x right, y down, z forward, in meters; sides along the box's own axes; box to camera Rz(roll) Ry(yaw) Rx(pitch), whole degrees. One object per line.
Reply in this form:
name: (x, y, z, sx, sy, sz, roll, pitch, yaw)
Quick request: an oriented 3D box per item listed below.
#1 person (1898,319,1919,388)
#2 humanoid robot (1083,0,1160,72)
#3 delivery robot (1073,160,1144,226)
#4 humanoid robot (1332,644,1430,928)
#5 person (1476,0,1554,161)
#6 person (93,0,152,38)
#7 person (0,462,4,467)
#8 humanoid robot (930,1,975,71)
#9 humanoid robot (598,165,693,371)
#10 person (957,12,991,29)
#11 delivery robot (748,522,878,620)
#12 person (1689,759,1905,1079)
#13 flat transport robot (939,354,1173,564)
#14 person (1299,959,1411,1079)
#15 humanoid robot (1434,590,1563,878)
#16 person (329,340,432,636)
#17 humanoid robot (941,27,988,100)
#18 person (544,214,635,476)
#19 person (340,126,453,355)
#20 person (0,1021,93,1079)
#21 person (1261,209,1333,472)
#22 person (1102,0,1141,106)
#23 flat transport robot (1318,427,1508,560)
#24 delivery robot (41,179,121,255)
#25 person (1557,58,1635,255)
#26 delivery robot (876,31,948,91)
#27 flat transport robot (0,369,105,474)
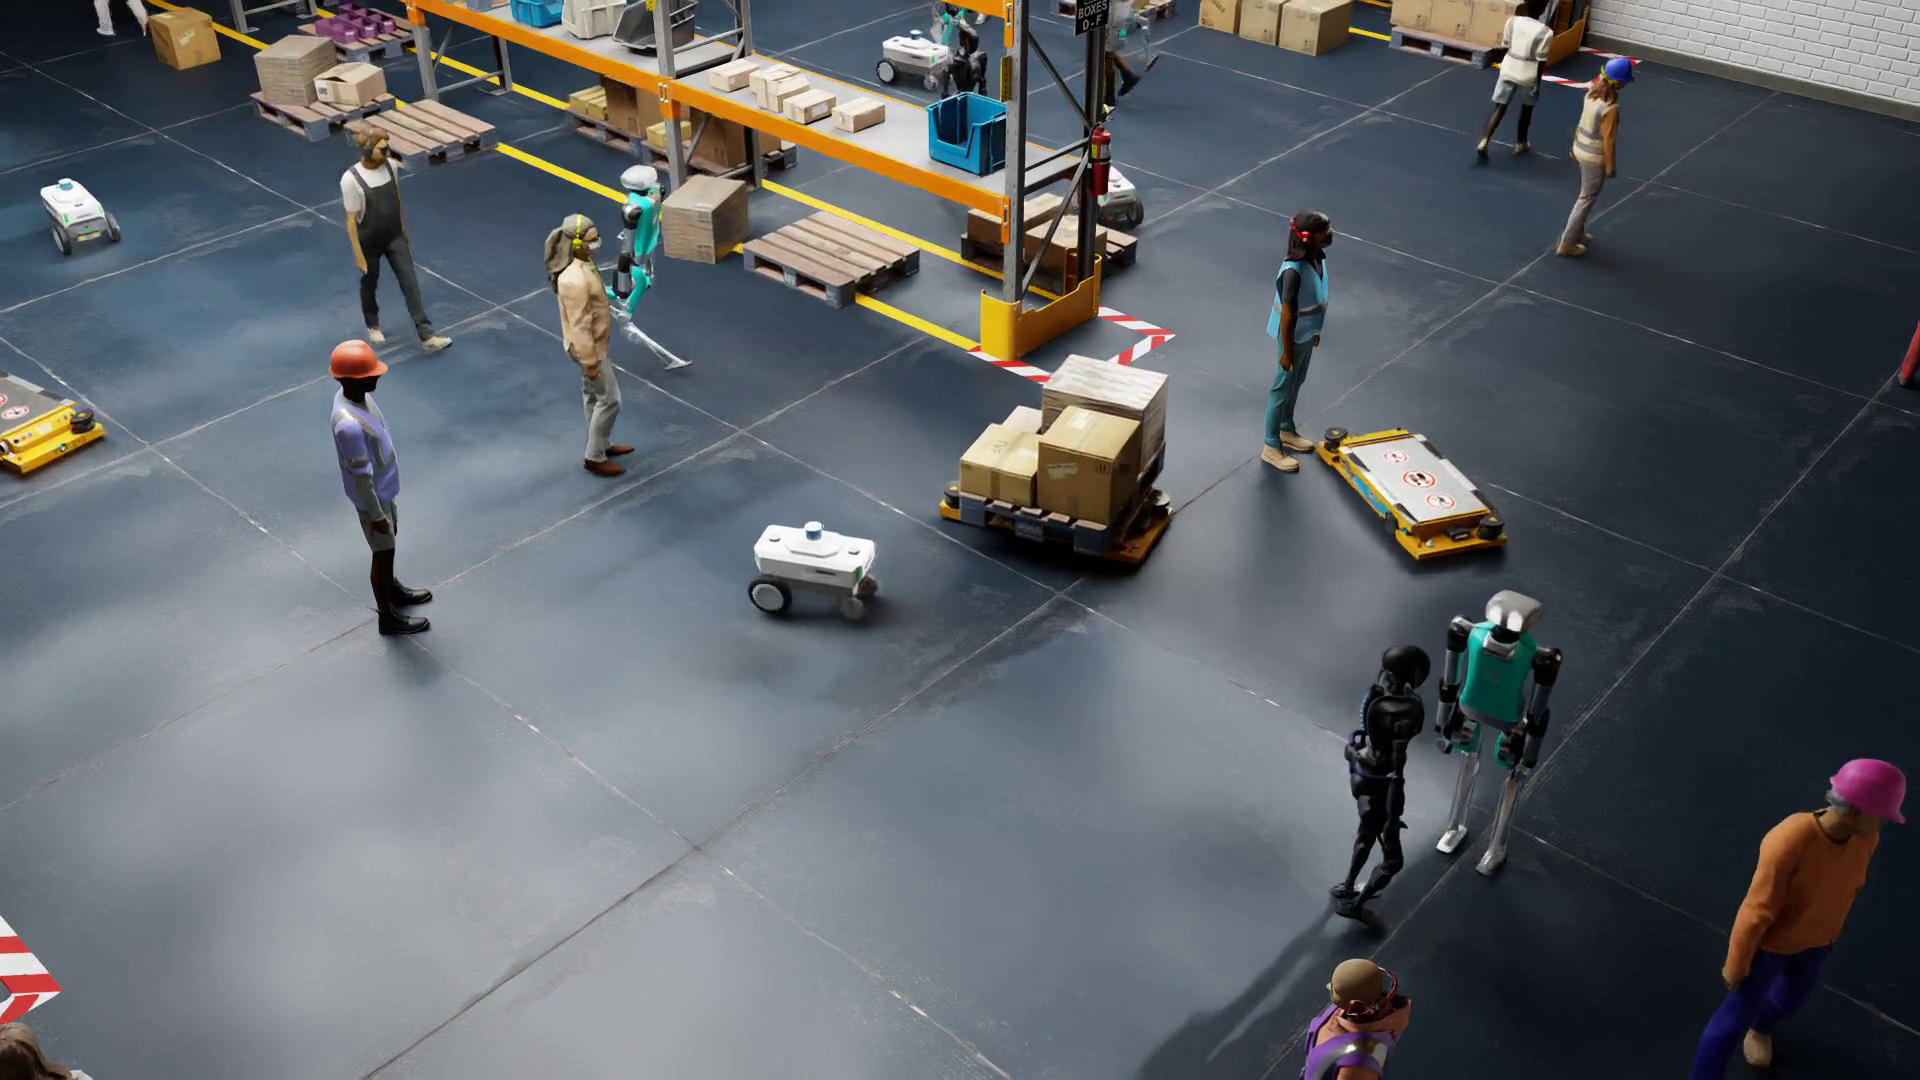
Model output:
person: (7.387, -1.917, 12.287, 0.520, 1.752, 0.370, 25, 42, 32)
humanoid robot: (1.868, -5.925, 18.127, 0.963, 1.762, 0.559, 4, 35, 5)
delivery robot: (1.317, -3.169, 15.152, 0.499, 0.597, 0.801, -12, 36, -17)
humanoid robot: (1.997, 1.134, 7.931, 0.307, 1.652, 0.610, 1, 35, 1)
person: (5.390, -4.482, 16.071, 0.528, 1.665, 0.791, 28, 43, 34)
person: (-9.828, -6.693, 19.096, 0.869, 1.872, 0.644, 26, 42, 32)
person: (-6.943, -1.232, 11.218, 0.404, 1.830, 0.598, 15, 37, 21)
humanoid robot: (-0.144, -5.742, 17.939, 0.724, 1.909, 0.569, 17, 38, 22)
humanoid robot: (-2.599, -1.996, 12.458, 1.089, 1.723, 0.540, 10, 36, 14)
person: (0.103, -6.890, 19.517, 0.516, 1.728, 0.512, 13, 37, 18)
delivery robot: (-0.915, 0.163, 10.336, 0.814, 0.611, 0.499, 9, 36, 13)
person: (3.459, 1.653, 6.949, 0.626, 1.949, 0.656, -5, 35, -7)
flat transport robot: (0.645, -0.235, 11.151, 1.431, 0.231, 0.659, 15, 37, 20)
person: (1.448, 2.216, 6.353, 0.344, 1.686, 0.481, 7, 35, 11)
humanoid robot: (2.652, 0.883, 8.188, 0.530, 1.735, 0.734, 22, 40, 28)
person: (-3.416, -0.306, 9.795, 0.377, 1.929, 0.539, -7, 35, -10)
humanoid robot: (0.030, -3.919, 15.252, 0.611, 1.631, 0.421, -29, 44, -35)
person: (-2.534, -1.333, 11.340, 0.419, 1.868, 0.572, -6, 35, -8)
person: (-4.405, -2.270, 12.761, 0.964, 1.781, 0.568, 26, 42, 32)
person: (-3.273, 2.369, 6.151, 0.491, 1.659, 0.337, -16, 38, -22)
person: (2.311, -1.381, 11.407, 0.392, 1.866, 0.520, 19, 39, 26)
person: (1.582, -5.434, 17.233, 0.513, 1.916, 0.546, 3, 35, 4)
flat transport robot: (3.064, -0.364, 11.337, 0.659, 0.231, 1.431, -10, 36, -14)
delivery robot: (-7.855, -2.905, 14.764, 0.499, 0.590, 0.789, -26, 42, -32)
person: (5.495, -3.291, 14.269, 0.532, 1.751, 0.518, -5, 35, -7)
delivery robot: (-0.486, -5.260, 18.172, 0.777, 0.587, 0.499, 20, 39, 26)
flat transport robot: (-6.972, -0.891, 12.102, 1.431, 0.231, 0.659, 20, 39, 26)
